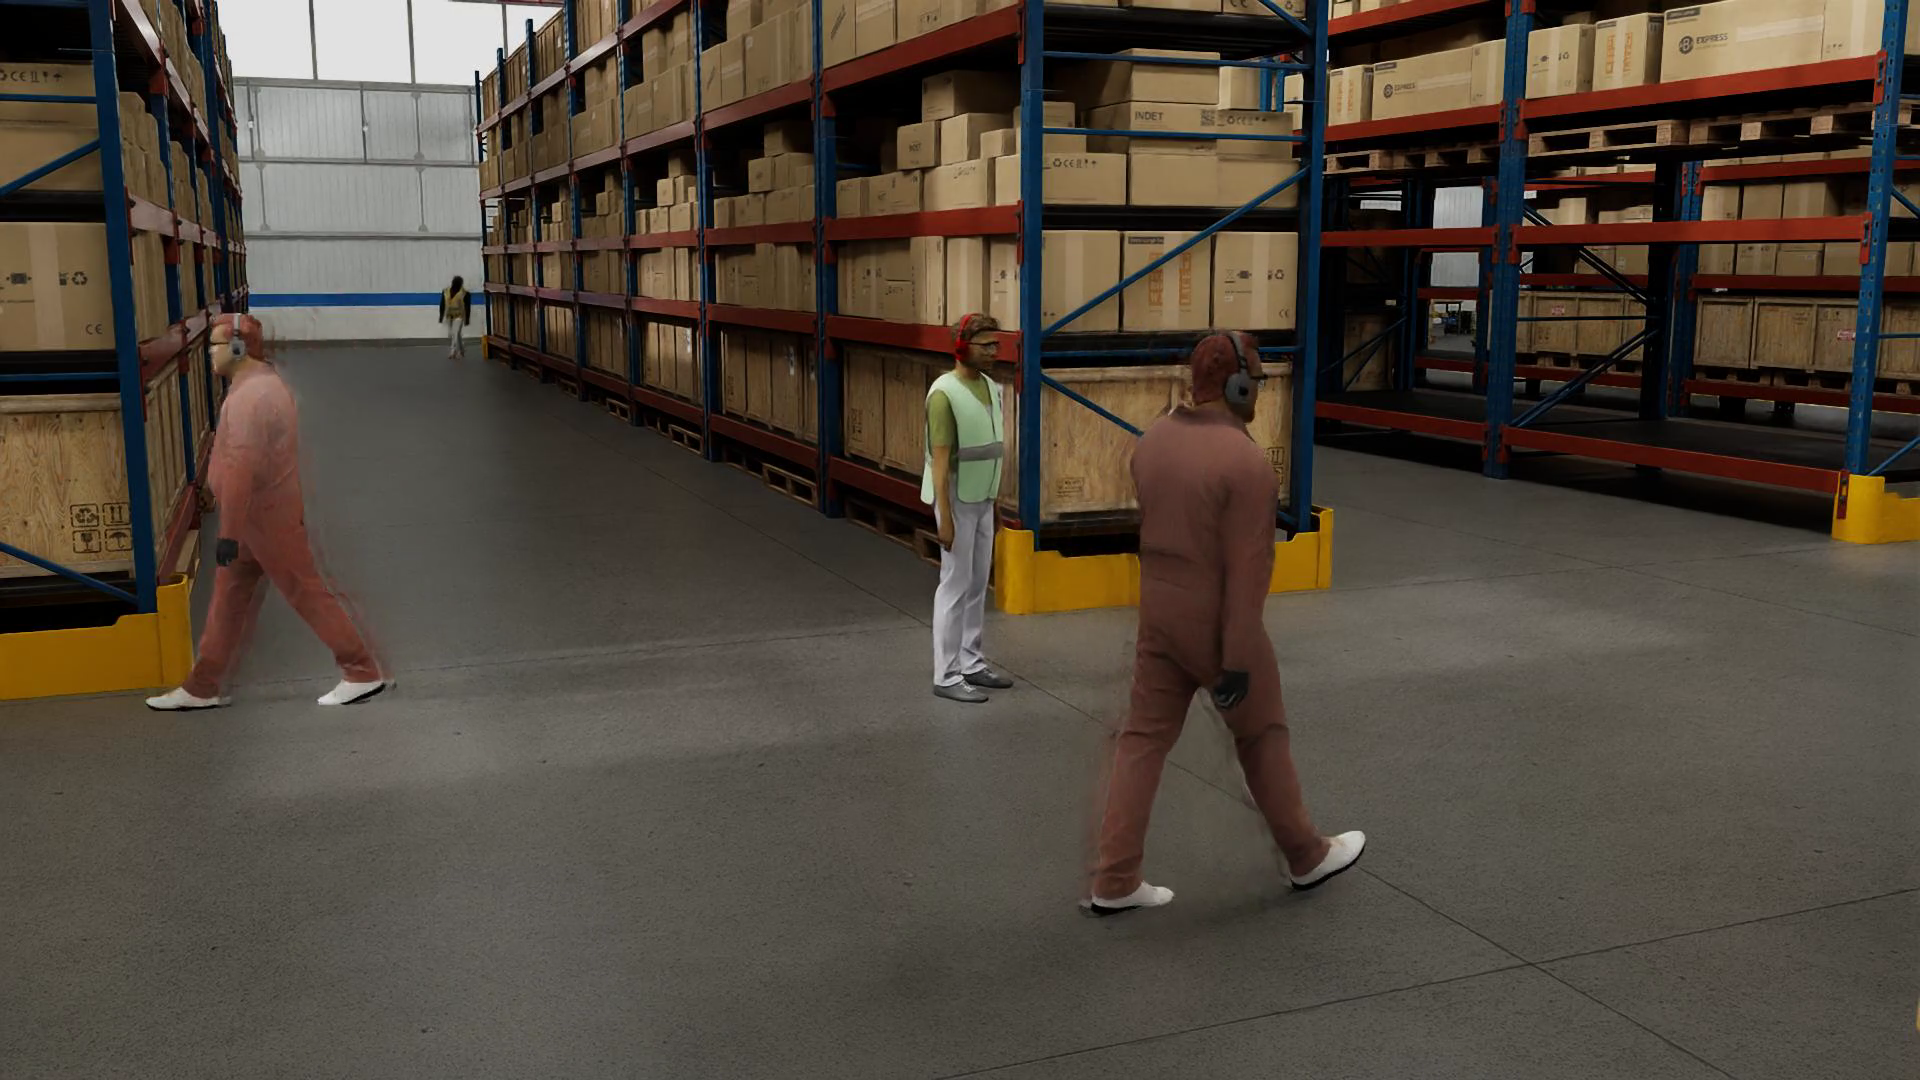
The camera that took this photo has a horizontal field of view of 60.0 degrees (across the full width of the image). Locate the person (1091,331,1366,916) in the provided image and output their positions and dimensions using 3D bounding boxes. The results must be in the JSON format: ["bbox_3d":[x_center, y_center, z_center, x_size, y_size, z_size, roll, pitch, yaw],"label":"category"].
[{"bbox_3d":[0.851,0.268,5.327,0.988,1.857,0.643,-6,11,-32],"label":"person"}]

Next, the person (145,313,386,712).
[{"bbox_3d":[-3.200,-0.113,7.646,1.042,1.855,0.661,-3,10,-19],"label":"person"}]

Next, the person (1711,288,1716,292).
[{"bbox_3d":[20.854,-6.460,45.841,0.607,1.788,0.915,-8,12,-39],"label":"person"}]

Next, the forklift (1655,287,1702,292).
[{"bbox_3d":[11.959,-3.989,27.755,1.129,2.768,1.873,-4,10,-21],"label":"forklift"}]

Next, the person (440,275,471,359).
[{"bbox_3d":[-10.872,-4.820,35.956,0.649,1.804,0.733,2,10,12],"label":"person"}]

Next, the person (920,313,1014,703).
[{"bbox_3d":[0.017,-0.153,7.911,0.389,1.837,0.560,4,10,25],"label":"person"}]

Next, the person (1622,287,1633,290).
[{"bbox_3d":[16.922,-5.925,42.140,0.386,1.948,0.601,1,10,6],"label":"person"}]
